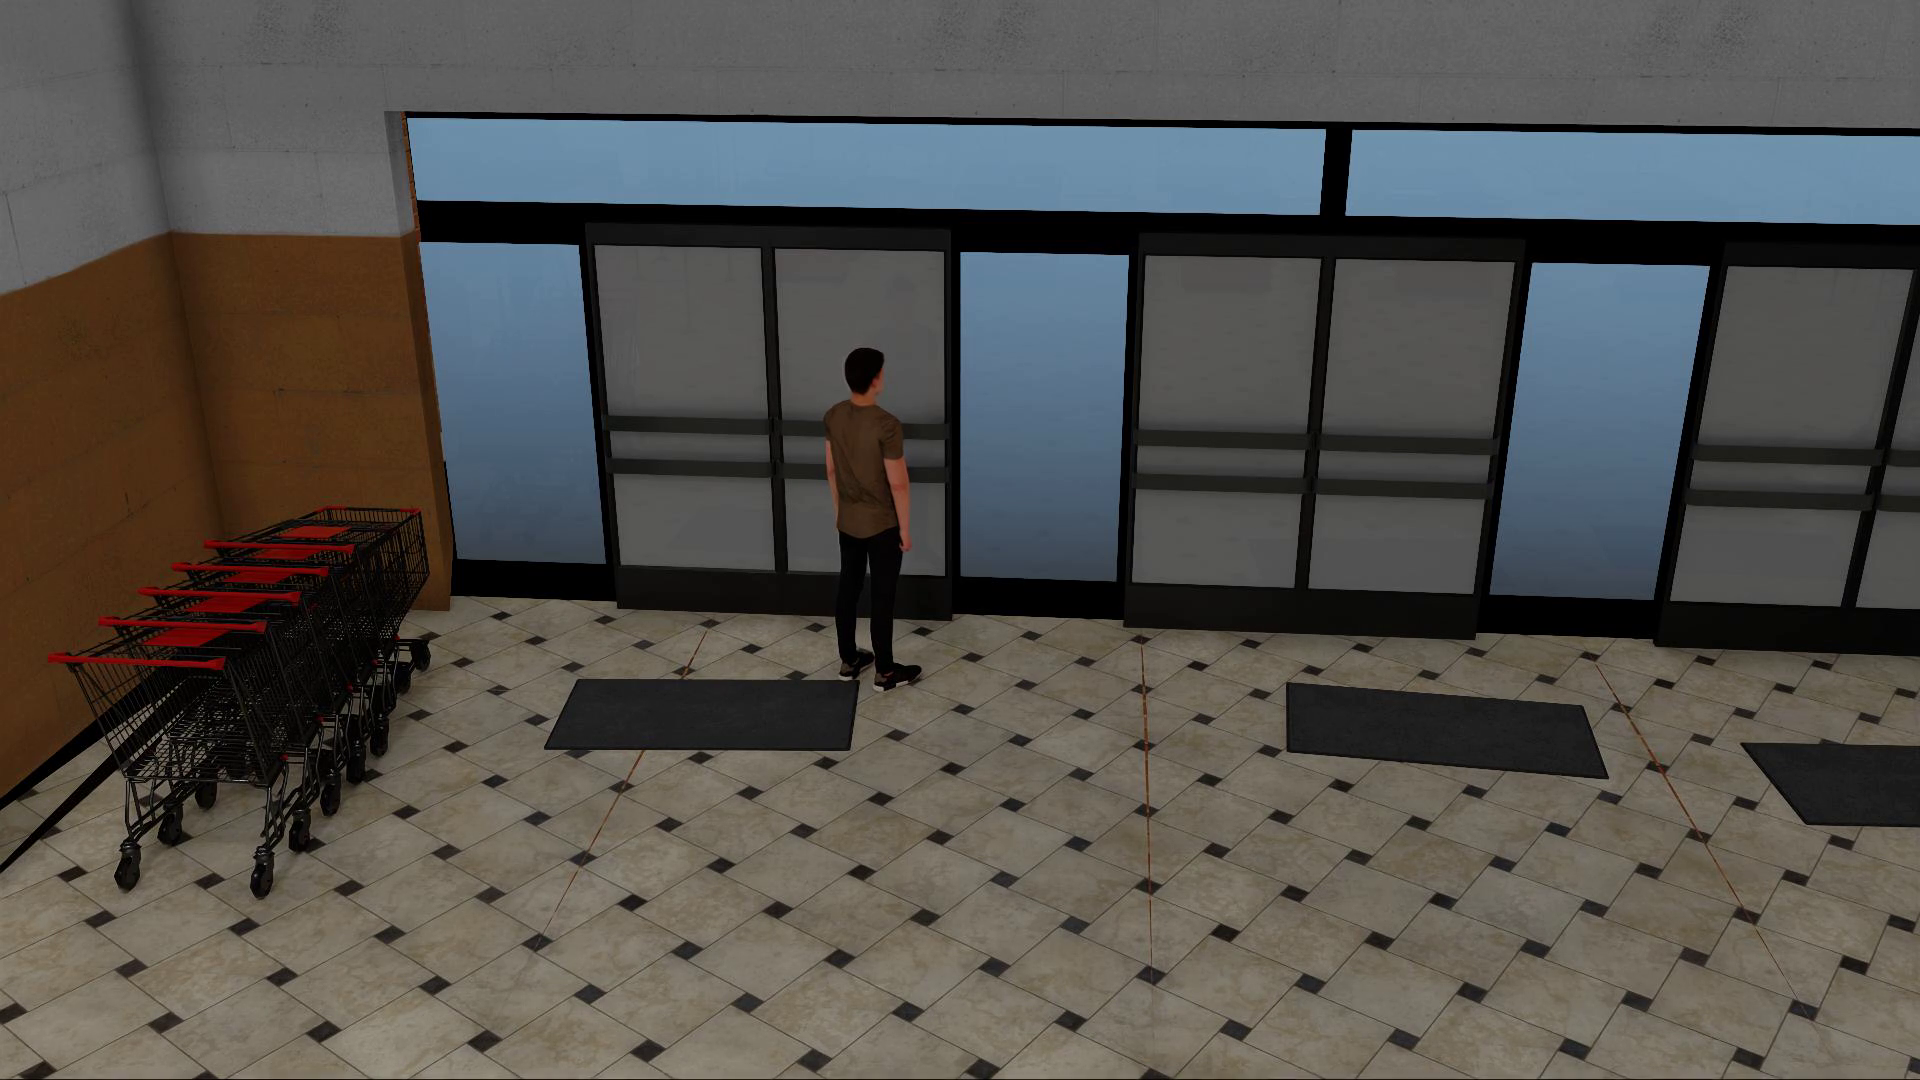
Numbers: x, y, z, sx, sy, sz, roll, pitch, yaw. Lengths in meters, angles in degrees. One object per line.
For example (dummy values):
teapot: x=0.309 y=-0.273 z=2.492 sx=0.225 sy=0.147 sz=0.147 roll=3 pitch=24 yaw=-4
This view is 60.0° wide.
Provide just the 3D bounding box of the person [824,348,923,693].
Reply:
person: x=-0.485 y=-0.107 z=8.698 sx=0.747 sy=1.852 sz=0.750 roll=15 pitch=26 yaw=33
